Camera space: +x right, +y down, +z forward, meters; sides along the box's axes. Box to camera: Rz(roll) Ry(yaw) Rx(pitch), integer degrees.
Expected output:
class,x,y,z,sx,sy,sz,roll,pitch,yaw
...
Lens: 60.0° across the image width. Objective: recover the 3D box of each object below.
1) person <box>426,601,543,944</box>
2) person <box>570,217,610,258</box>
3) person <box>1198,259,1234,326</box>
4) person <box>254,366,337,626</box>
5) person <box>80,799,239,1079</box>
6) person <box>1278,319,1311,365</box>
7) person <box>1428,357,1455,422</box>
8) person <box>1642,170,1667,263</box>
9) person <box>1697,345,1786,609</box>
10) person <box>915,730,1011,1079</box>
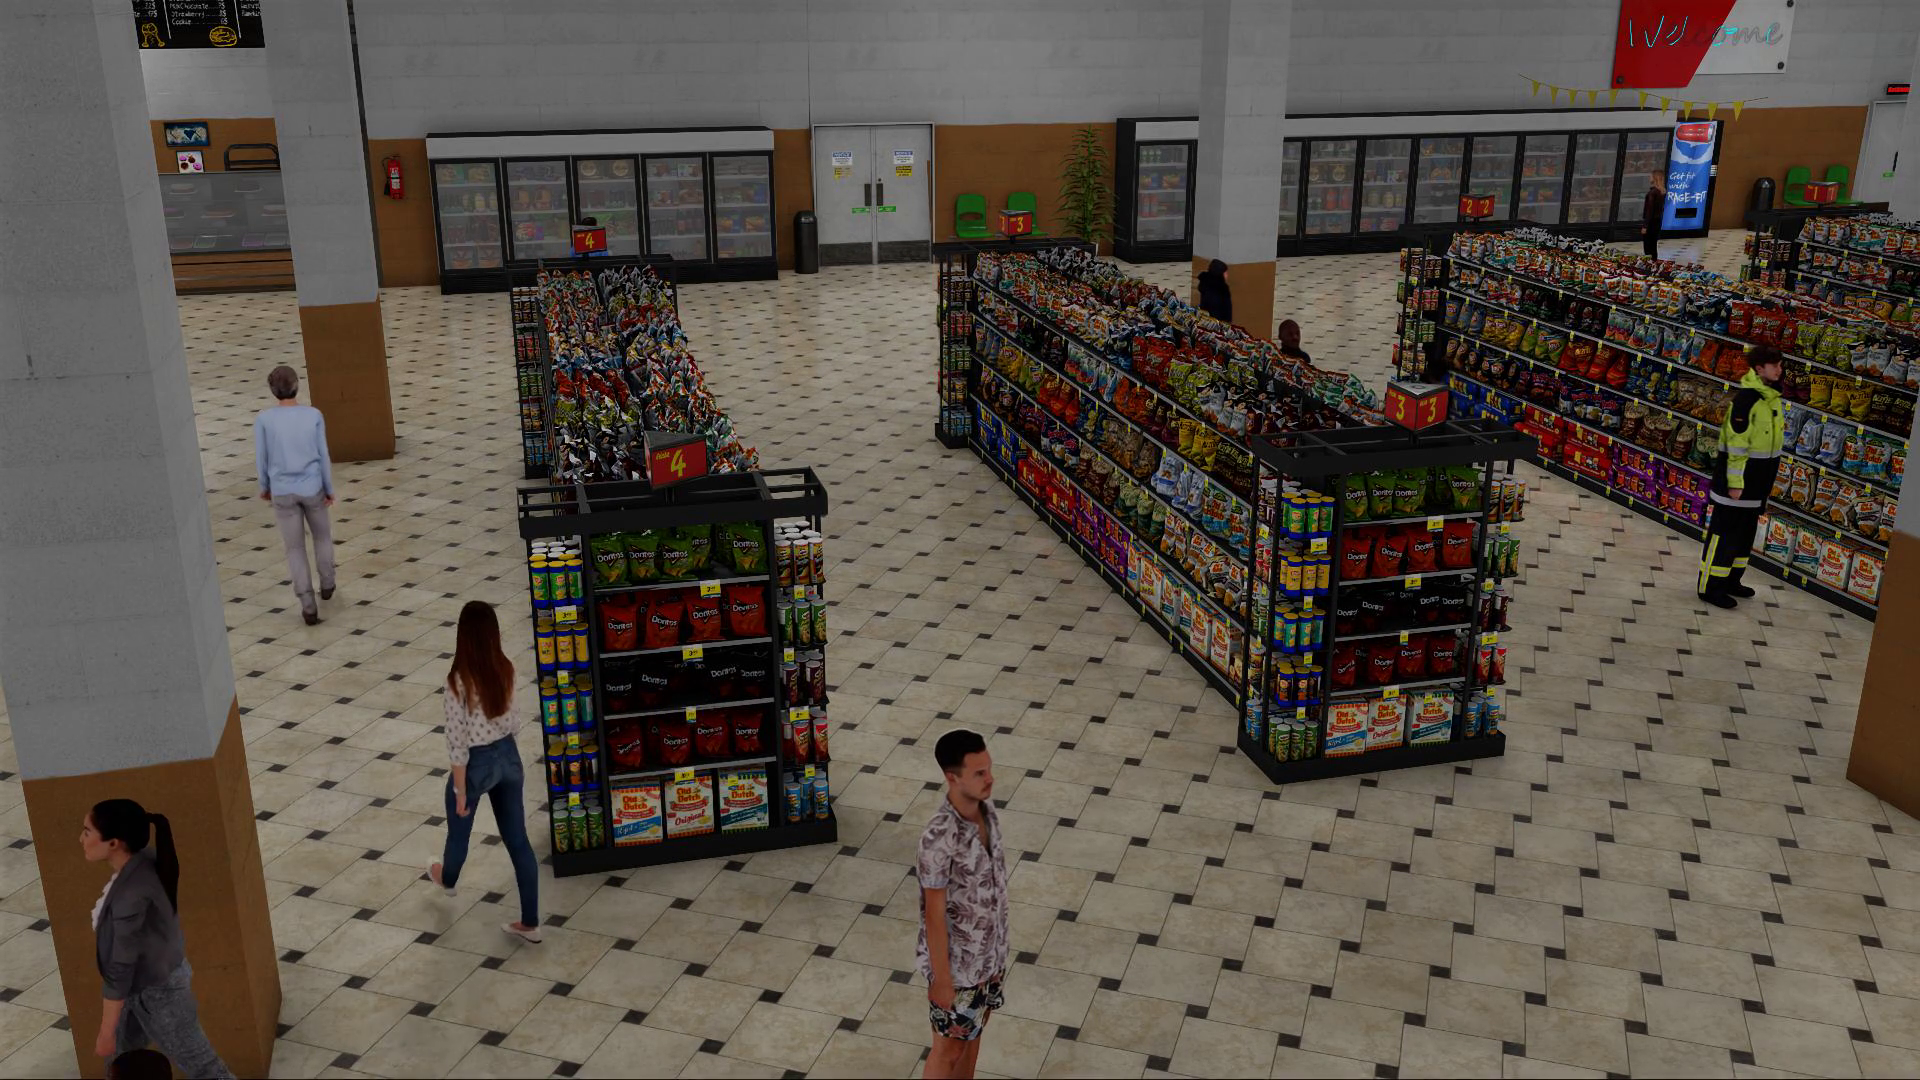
class,x,y,z,sx,sy,sz,roll,pitch,yaw
person,-2.218,1.156,8.010,1.187,1.682,0.982,16,24,38
person,-4.343,-2.890,19.725,0.735,1.864,0.731,4,19,12
person,2.728,-2.205,17.990,0.813,1.675,0.701,2,19,5
person,-4.783,-0.301,12.039,0.780,1.869,1.028,-10,21,-26
person,-2.959,1.752,6.328,0.718,1.627,1.021,-6,19,-17
person,2.733,-0.978,14.115,0.729,1.826,0.644,-8,20,-22
person,4.407,-1.056,15.330,0.609,1.197,0.877,-1,19,-3
person,10.838,-4.932,26.033,0.666,1.704,0.673,18,25,42
person,5.874,-0.495,12.442,0.869,1.980,0.840,-16,25,-40
person,0.003,1.579,6.549,0.806,1.814,0.728,9,21,24
